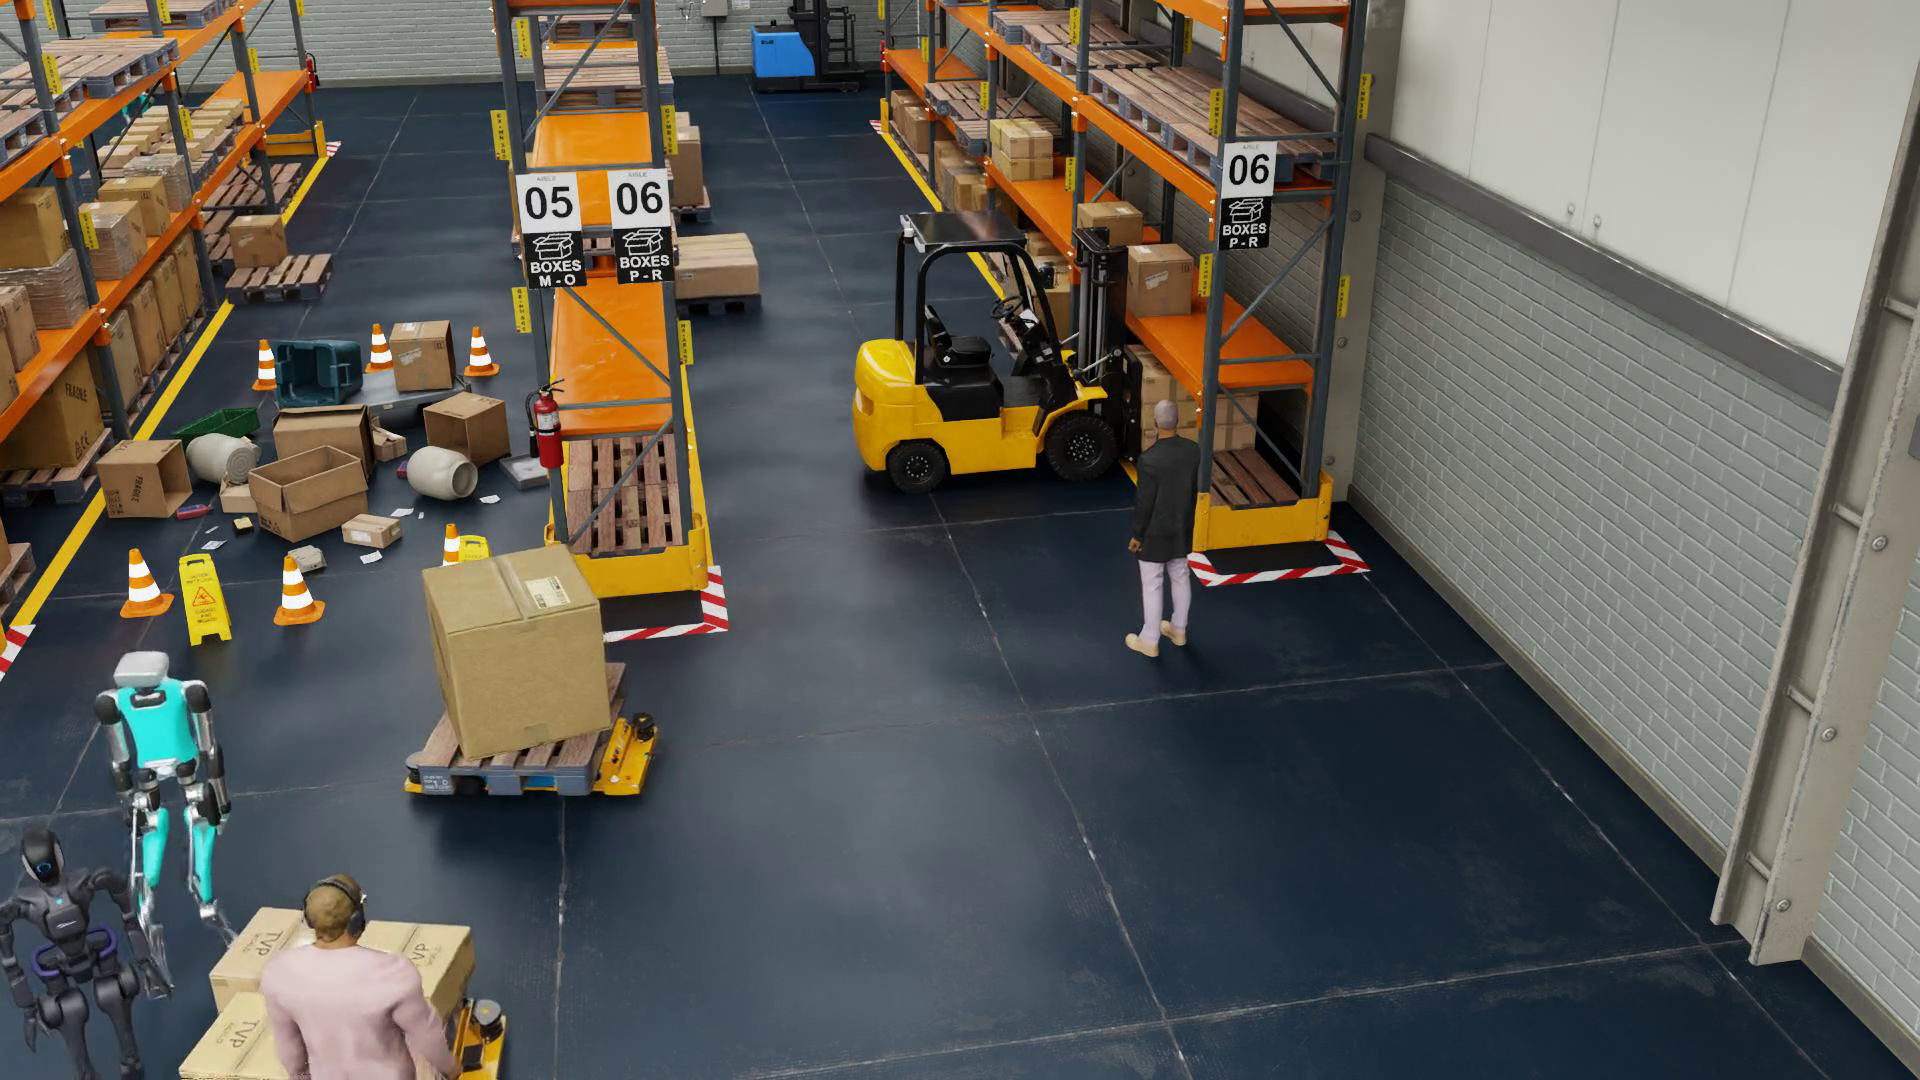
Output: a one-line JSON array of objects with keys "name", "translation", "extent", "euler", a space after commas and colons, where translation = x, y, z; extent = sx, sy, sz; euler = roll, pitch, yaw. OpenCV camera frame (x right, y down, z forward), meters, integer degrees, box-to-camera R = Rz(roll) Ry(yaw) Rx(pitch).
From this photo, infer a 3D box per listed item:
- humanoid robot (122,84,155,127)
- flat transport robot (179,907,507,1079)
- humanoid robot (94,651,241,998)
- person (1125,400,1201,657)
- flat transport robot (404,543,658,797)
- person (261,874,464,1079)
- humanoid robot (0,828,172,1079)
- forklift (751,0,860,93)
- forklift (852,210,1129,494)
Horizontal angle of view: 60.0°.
[{"name": "humanoid robot", "translation": [-12.861, -6.913, 25.904], "extent": [0.784, 1.840, 0.543], "euler": [23, 34, 39]}, {"name": "flat transport robot", "translation": [-2.920, 2.528, 7.864], "extent": [1.431, 0.231, 0.659], "euler": [-3, 26, -7]}, {"name": "humanoid robot", "translation": [-3.969, 1.504, 8.358], "extent": [0.532, 1.807, 0.813], "euler": [-6, 26, -13]}, {"name": "person", "translation": [1.405, -0.072, 11.447], "extent": [0.530, 1.855, 0.411], "euler": [-16, 30, -29]}, {"name": "flat transport robot", "translation": [-2.654, 1.330, 10.359], "extent": [1.431, 0.231, 0.659], "euler": [0, 26, 1]}, {"name": "person", "translation": [-2.362, 2.121, 6.801], "extent": [0.643, 1.923, 0.638], "euler": [5, 26, 10]}, {"name": "humanoid robot", "translation": [-3.871, 1.973, 7.398], "extent": [0.598, 1.653, 0.335], "euler": [-18, 31, -32]}, {"name": "forklift", "translation": [-2.872, -9.679, 30.288], "extent": [1.873, 2.768, 1.129], "euler": [-5, 26, -10]}, {"name": "forklift", "translation": [0.216, -1.659, 14.366], "extent": [2.313, 2.155, 1.214], "euler": [-5, 26, -10]}]
